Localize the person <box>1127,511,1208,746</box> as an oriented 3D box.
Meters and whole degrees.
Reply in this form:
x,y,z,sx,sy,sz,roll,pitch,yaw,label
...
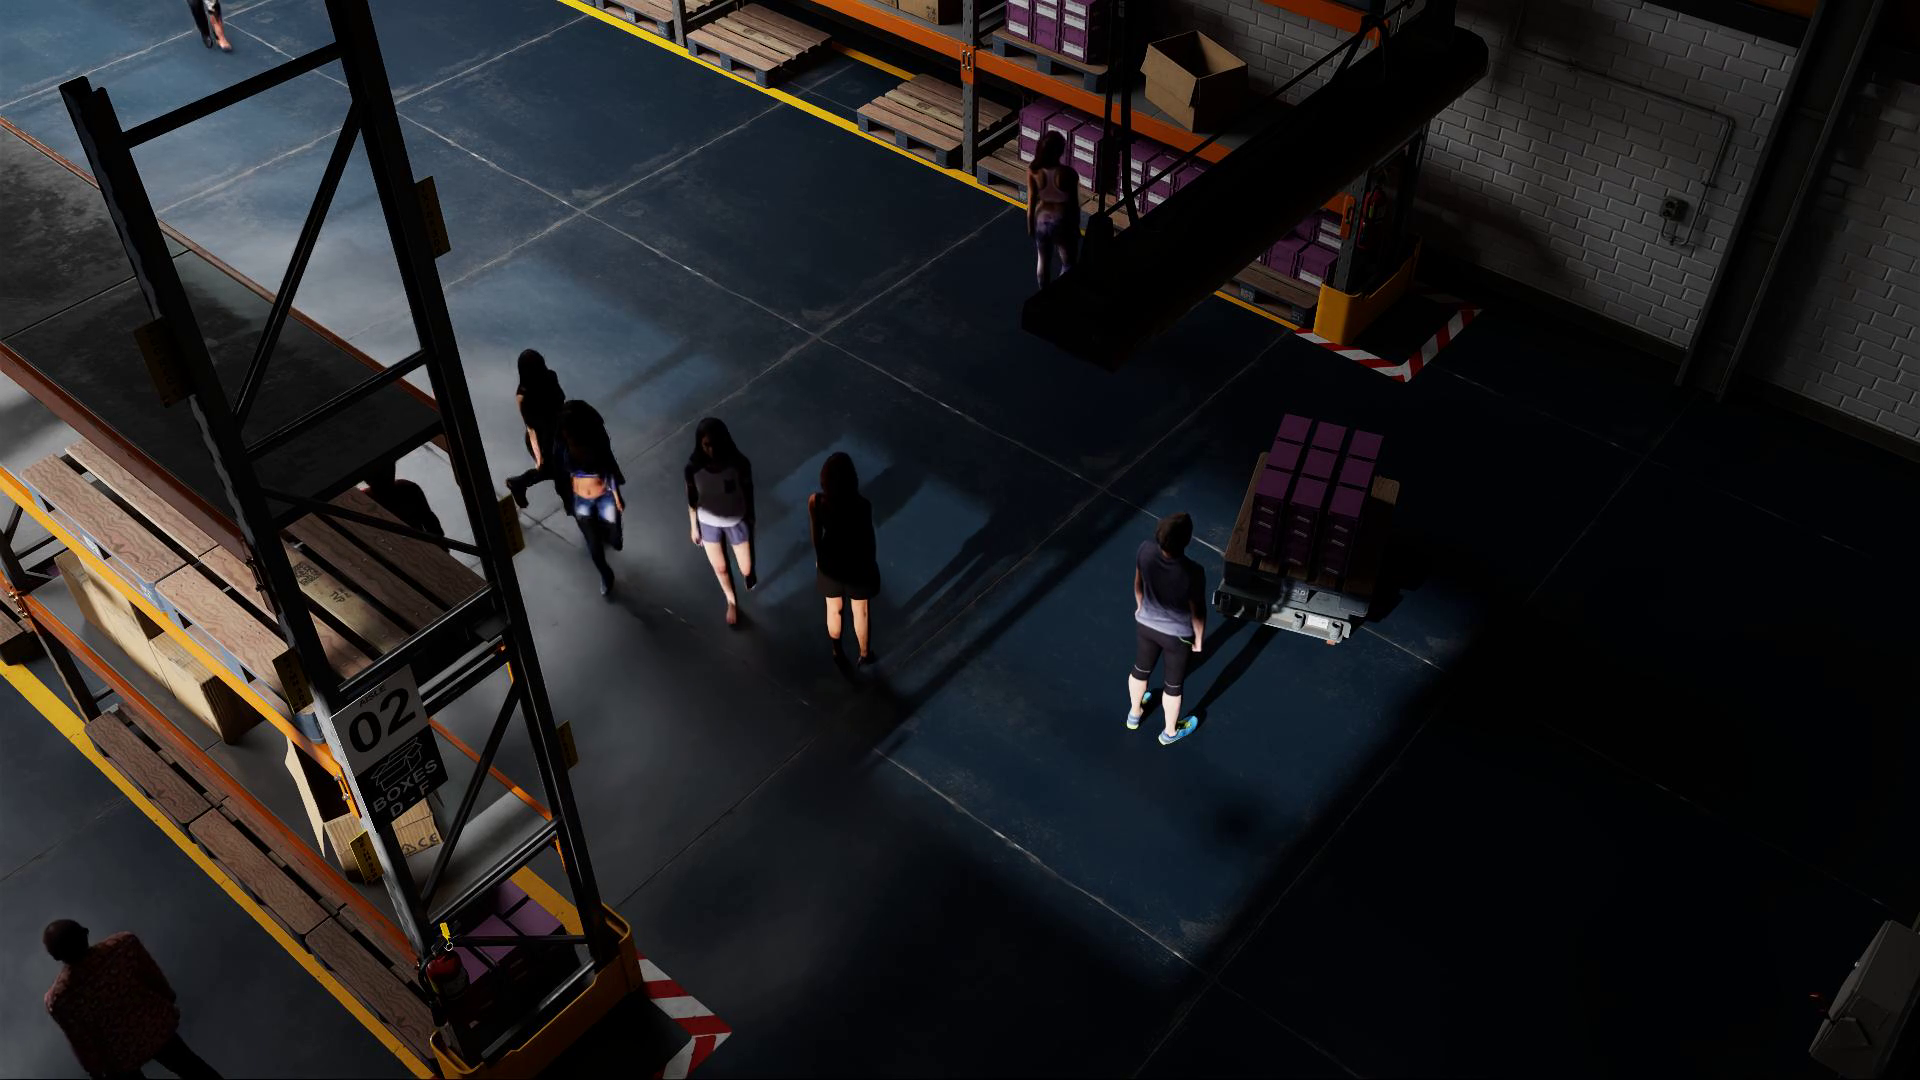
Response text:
x,y,z,sx,sy,sz,roll,pitch,yaw,label
1.278,0.542,10.296,0.508,1.889,0.702,29,51,27,person

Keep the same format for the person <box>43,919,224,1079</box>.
x,y,z,sx,sy,sz,roll,pitch,yaw,label
-4.084,2.495,8.313,1.148,1.795,0.818,23,48,22,person

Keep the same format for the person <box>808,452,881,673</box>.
x,y,z,sx,sy,sz,roll,pitch,yaw,label
-0.740,0.170,10.725,0.631,1.835,0.726,5,44,5,person

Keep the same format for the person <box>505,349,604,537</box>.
x,y,z,sx,sy,sz,roll,pitch,yaw,label
-2.970,-0.693,11.756,1.122,1.662,0.855,10,45,11,person

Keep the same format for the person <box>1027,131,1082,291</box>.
x,y,z,sx,sy,sz,roll,pitch,yaw,label
0.775,-2.522,13.609,0.961,1.755,0.914,9,44,9,person

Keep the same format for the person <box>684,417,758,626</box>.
x,y,z,sx,sy,sz,roll,pitch,yaw,label
-1.585,-0.190,11.203,0.778,1.696,0.837,-2,44,-2,person

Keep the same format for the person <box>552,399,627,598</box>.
x,y,z,sx,sy,sz,roll,pitch,yaw,label
-2.505,-0.335,11.415,0.839,1.613,0.898,-2,44,-3,person
